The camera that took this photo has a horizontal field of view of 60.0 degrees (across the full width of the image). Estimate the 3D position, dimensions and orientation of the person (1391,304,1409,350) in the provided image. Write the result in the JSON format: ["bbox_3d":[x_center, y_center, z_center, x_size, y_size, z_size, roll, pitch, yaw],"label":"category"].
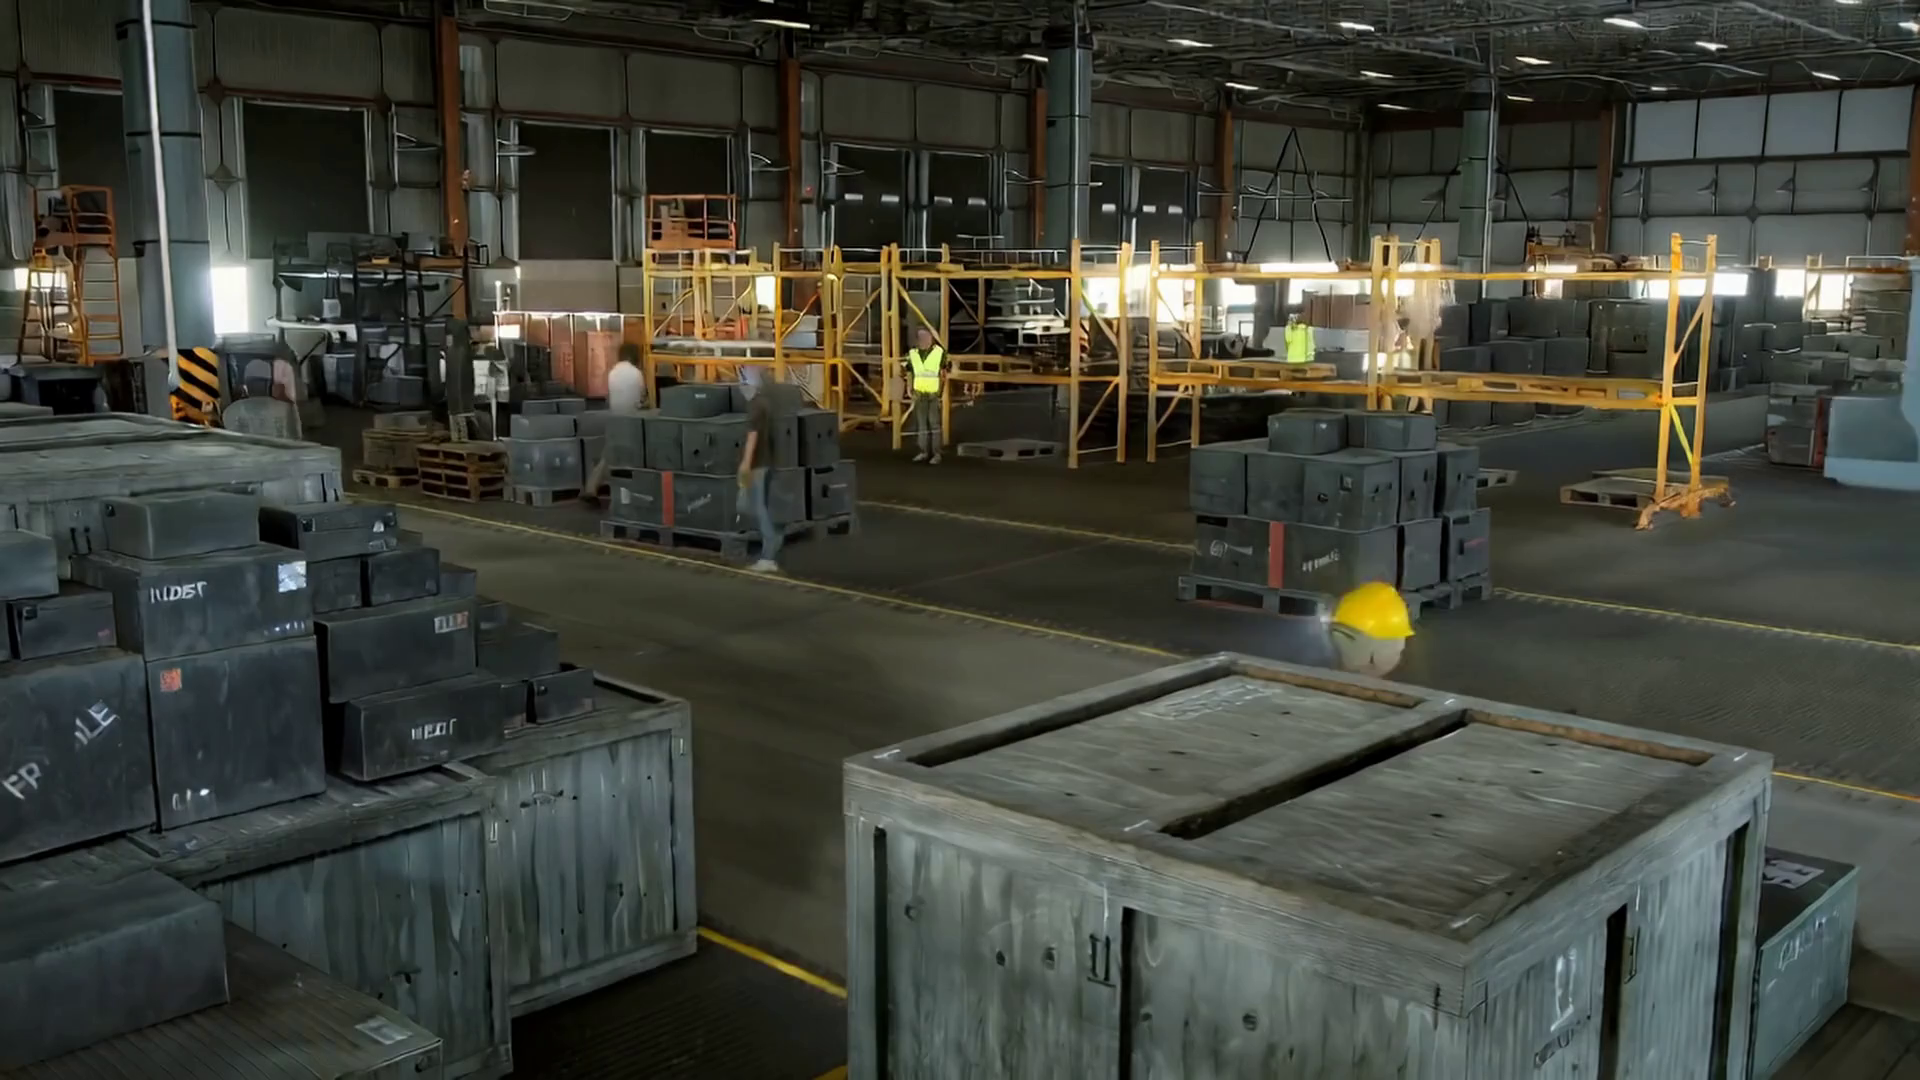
[{"bbox_3d":[9.696,-4.282,36.849,0.573,1.883,0.355,-3,10,-16],"label":"person"}]

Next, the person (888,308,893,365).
[{"bbox_3d":[-1.915,-5.320,43.990,0.314,1.634,0.516,2,9,11],"label":"person"}]

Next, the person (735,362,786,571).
[{"bbox_3d":[-1.804,-0.635,14.589,0.404,1.846,0.563,-2,9,-10],"label":"person"}]

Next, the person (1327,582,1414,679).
[{"bbox_3d":[1.146,0.980,5.081,0.883,1.729,0.535,-6,11,-33],"label":"person"}]

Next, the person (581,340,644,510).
[{"bbox_3d":[-3.754,-1.268,18.413,1.066,1.886,0.636,-8,12,-41],"label":"person"}]

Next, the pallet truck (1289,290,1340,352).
[{"bbox_3d":[11.297,-6.951,52.861,1.885,1.965,0.823,-5,11,-29],"label":"pallet truck"}]

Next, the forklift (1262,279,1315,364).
[{"bbox_3d":[8.555,-6.090,44.881,1.873,2.768,1.129,9,13,43],"label":"forklift"}]

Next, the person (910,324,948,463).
[{"bbox_3d":[-0.427,-2.011,22.866,0.584,1.911,0.391,6,11,31],"label":"person"}]

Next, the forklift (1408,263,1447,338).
[{"bbox_3d":[12.979,-6.277,46.033,1.129,2.768,1.873,-3,10,-18],"label":"forklift"}]

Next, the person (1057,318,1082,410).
[{"bbox_3d":[2.072,-3.321,31.419,0.486,1.738,0.320,-1,9,-4],"label":"person"}]

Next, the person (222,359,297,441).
[{"bbox_3d":[-5.745,-0.527,13.727,0.586,1.918,0.394,-1,9,-6],"label":"person"}]

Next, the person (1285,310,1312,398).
[{"bbox_3d":[6.962,-3.812,34.200,0.666,1.816,0.466,-2,9,-10],"label":"person"}]

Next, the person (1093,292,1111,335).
[{"bbox_3d":[4.380,-6.676,51.394,0.544,1.930,0.389,1,9,6],"label":"person"}]

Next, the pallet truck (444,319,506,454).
[{"bbox_3d":[-6.981,-1.942,22.150,1.885,1.965,0.823,1,9,9],"label":"pallet truck"}]

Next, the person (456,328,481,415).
[{"bbox_3d":[-7.071,-2.123,23.759,0.452,1.827,0.647,-4,10,-21],"label":"person"}]

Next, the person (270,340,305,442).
[{"bbox_3d":[-9.273,-1.928,23.068,0.764,1.664,0.550,-1,9,-7],"label":"person"}]

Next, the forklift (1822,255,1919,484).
[{"bbox_3d":[11.771,-2.075,20.269,1.873,2.768,1.129,9,13,43],"label":"forklift"}]
